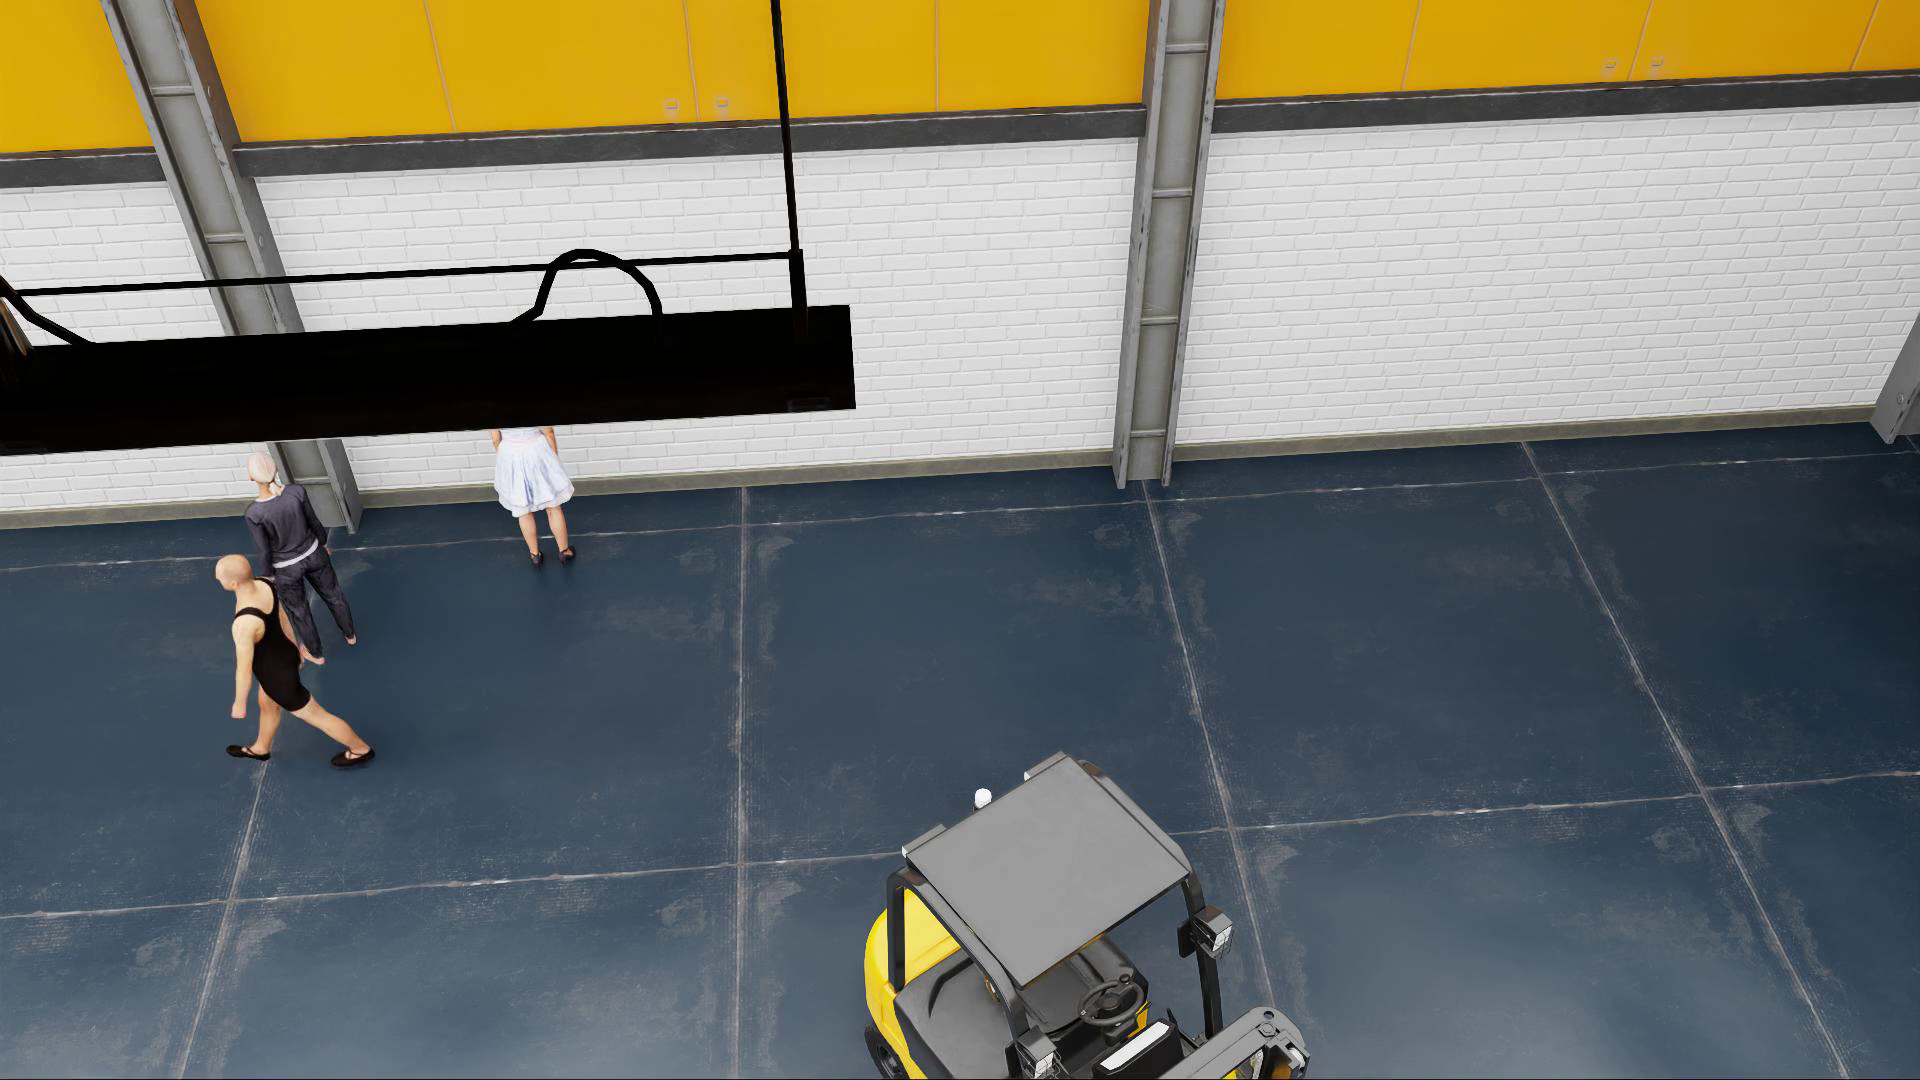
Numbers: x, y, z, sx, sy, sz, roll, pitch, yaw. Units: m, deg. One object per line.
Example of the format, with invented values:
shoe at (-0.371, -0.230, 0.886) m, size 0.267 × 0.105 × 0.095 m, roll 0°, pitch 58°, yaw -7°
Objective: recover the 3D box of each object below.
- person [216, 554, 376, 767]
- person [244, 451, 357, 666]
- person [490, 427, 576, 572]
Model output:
person at (-3.981, 0.796, 9.951) m, size 1.126 × 1.763 × 0.705 m, roll -6°, pitch 44°, yaw -6°
person at (-4.275, 0.105, 10.702) m, size 0.745 × 1.726 × 0.667 m, roll 34°, pitch 53°, yaw 30°
person at (-2.922, -0.508, 11.277) m, size 0.630 × 1.822 × 0.731 m, roll -4°, pitch 44°, yaw -4°
